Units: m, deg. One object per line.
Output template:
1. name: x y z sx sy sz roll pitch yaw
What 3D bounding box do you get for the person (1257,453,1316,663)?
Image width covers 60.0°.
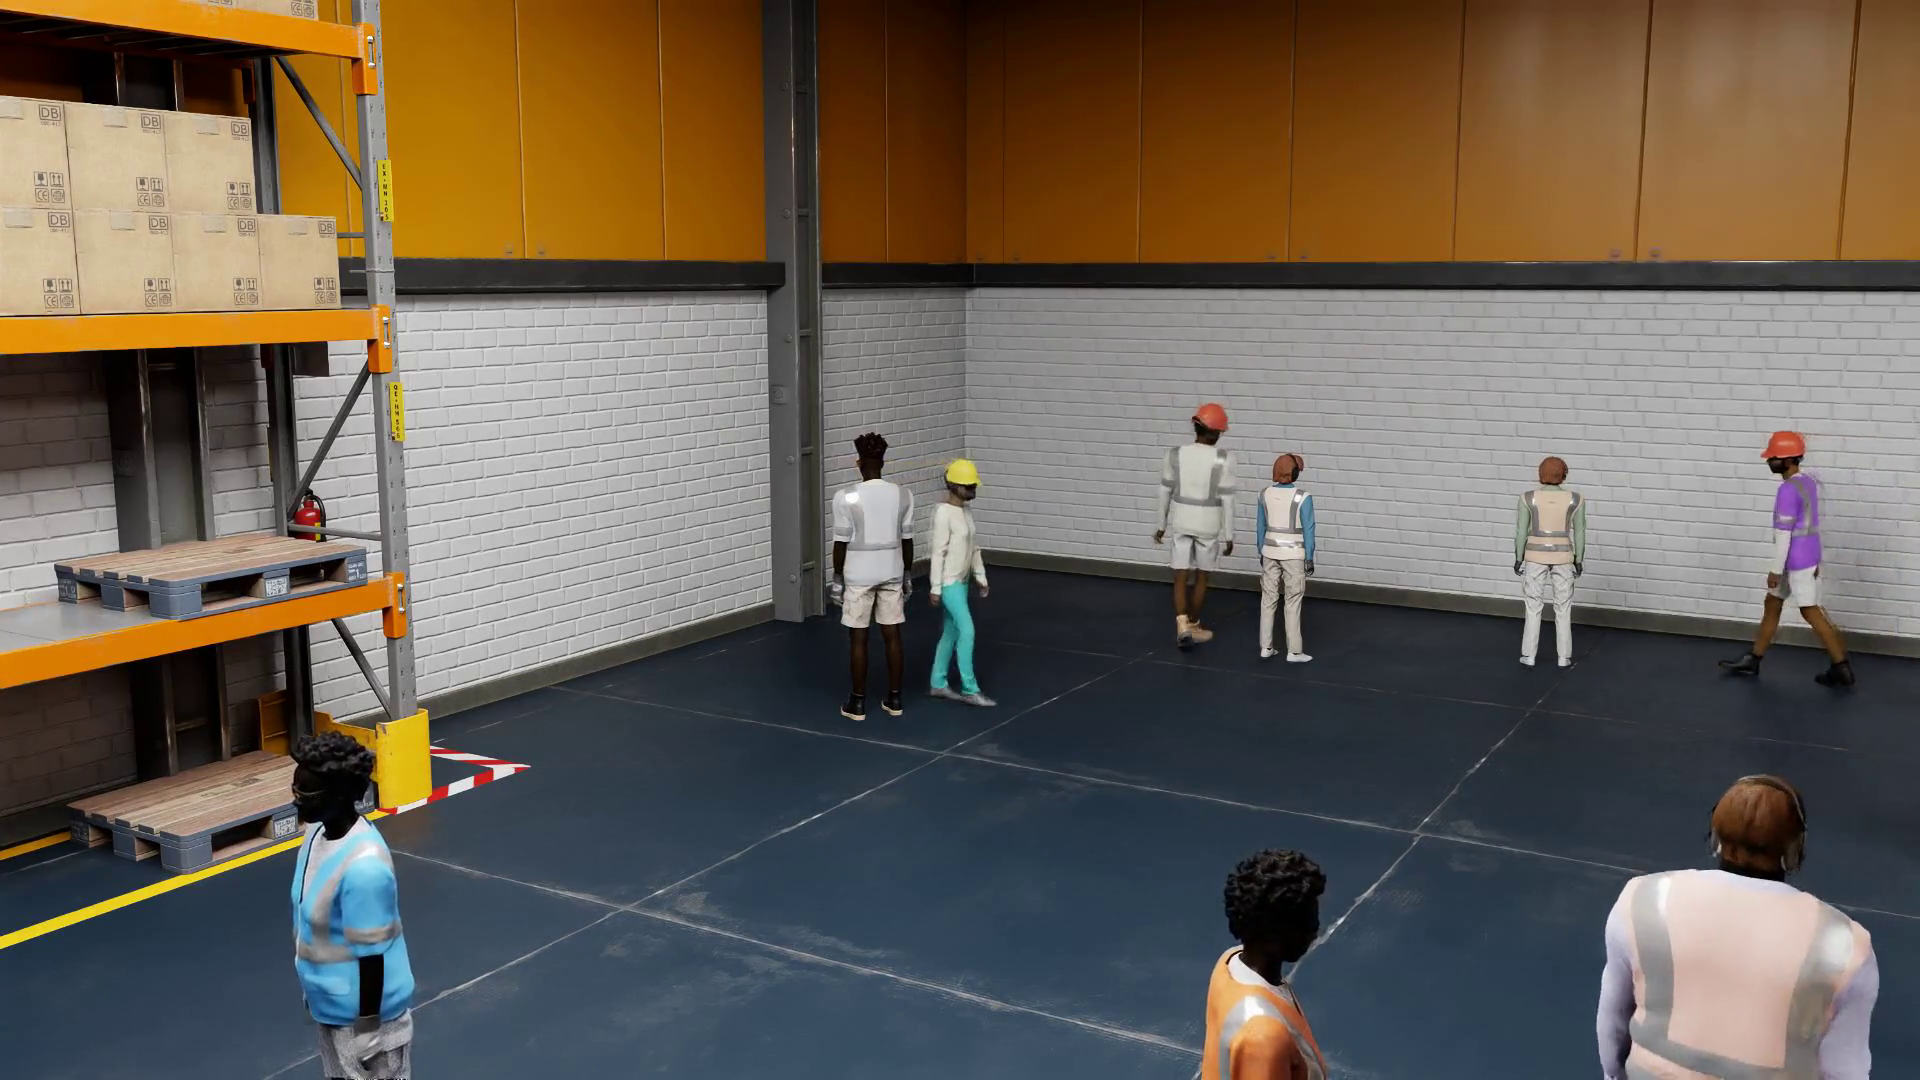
1. person: 2.535 0.143 12.975 0.514 1.641 0.308 9 12 43

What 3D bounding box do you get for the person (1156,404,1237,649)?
1. person: 1.887 -0.100 13.402 0.694 1.999 0.704 4 10 23

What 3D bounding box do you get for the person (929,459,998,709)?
1. person: 0.023 0.304 11.648 0.601 1.741 0.537 3 10 20

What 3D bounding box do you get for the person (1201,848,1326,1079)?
1. person: 0.713 1.557 3.982 0.319 1.694 0.532 0 9 1

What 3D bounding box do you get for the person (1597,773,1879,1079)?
1. person: 1.955 1.463 4.261 0.644 1.792 0.954 6 11 31

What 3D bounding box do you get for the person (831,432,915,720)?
1. person: -0.593 0.245 11.352 0.602 1.958 0.374 -5 10 -27

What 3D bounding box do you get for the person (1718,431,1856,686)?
1. person: 6.202 0.140 12.273 0.928 1.892 0.548 6 11 31

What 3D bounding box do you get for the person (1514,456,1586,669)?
1. person: 4.525 0.174 12.783 0.518 1.638 0.315 2 9 13

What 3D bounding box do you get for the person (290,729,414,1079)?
1. person: -1.831 1.392 5.023 0.319 1.698 0.538 -6 11 -35
